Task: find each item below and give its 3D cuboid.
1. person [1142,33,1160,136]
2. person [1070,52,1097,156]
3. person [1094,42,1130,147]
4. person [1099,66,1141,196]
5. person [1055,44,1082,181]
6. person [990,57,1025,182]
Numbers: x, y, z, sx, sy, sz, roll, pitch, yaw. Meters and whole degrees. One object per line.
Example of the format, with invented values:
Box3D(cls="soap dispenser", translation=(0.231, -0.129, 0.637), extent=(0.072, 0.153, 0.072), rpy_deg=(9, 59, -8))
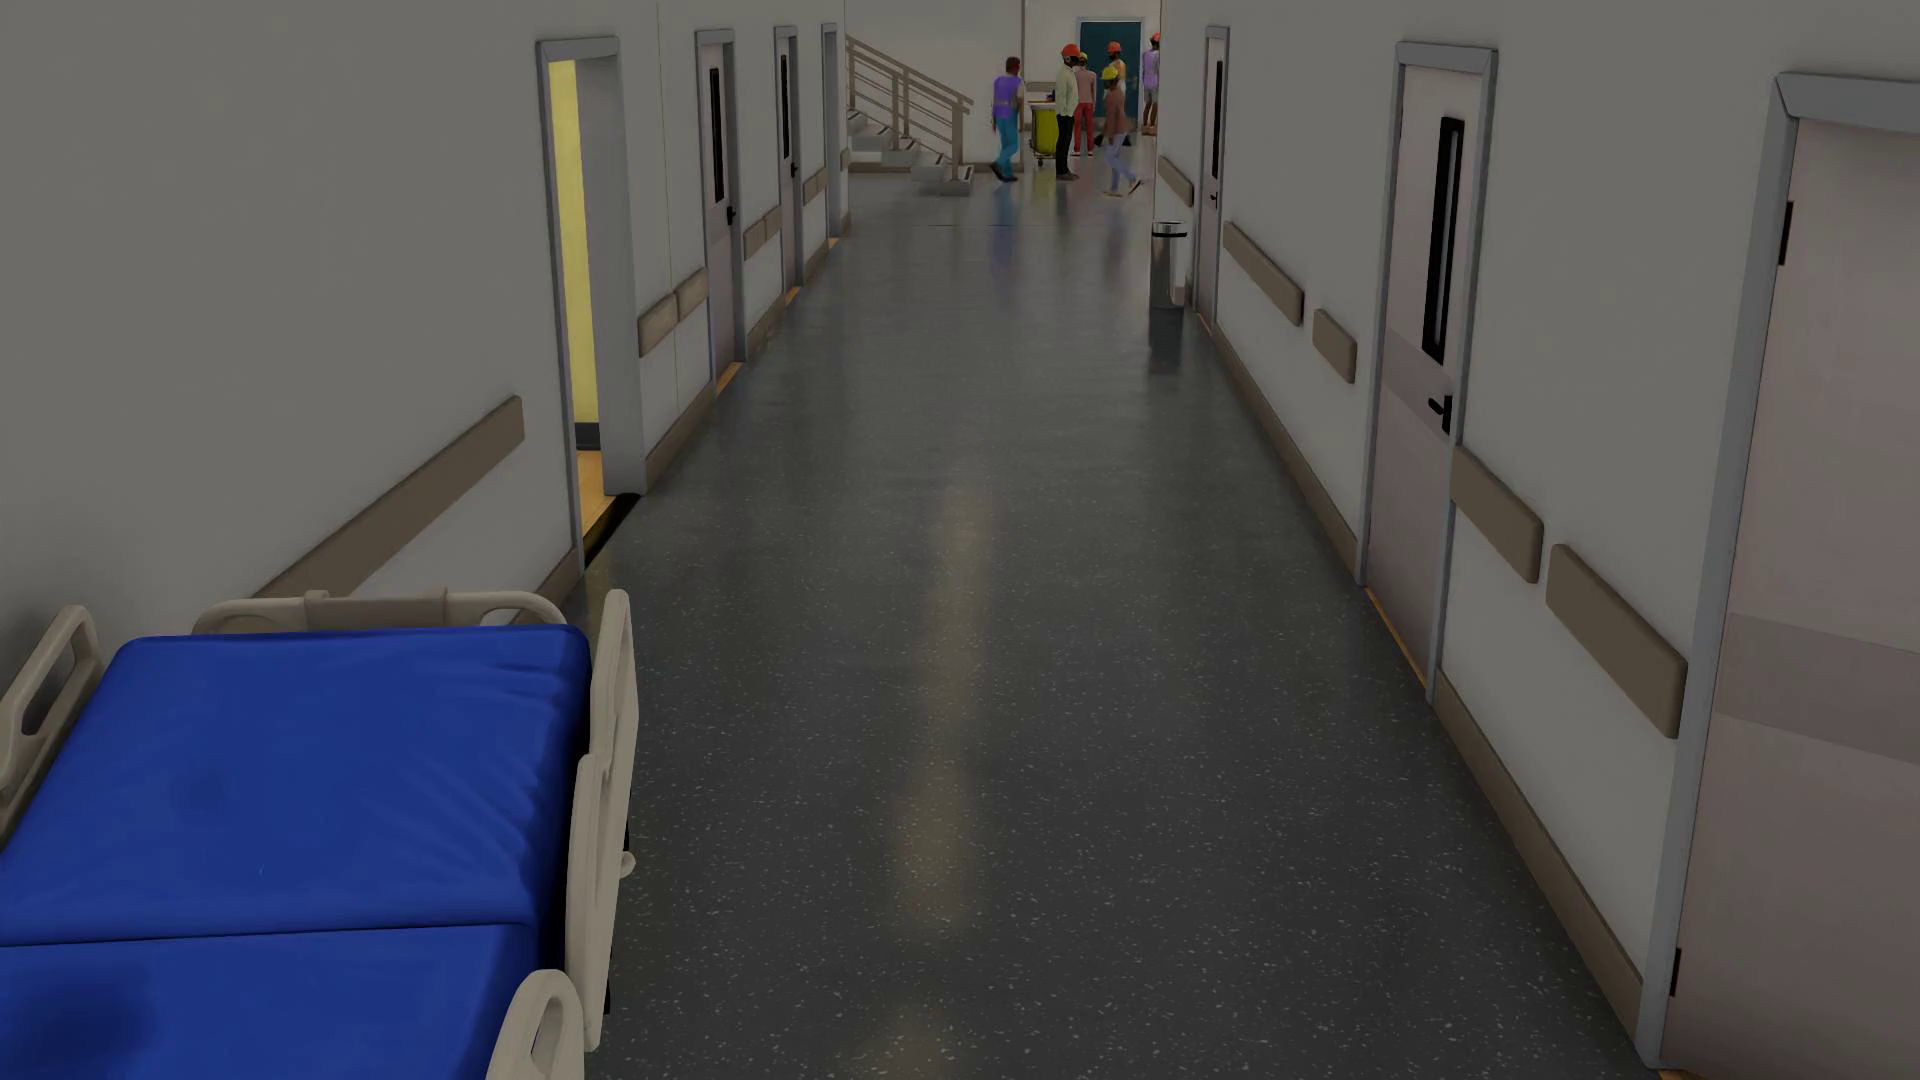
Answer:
Box3D(cls="person", translation=(3.943, -9.239, 33.750), extent=(0.405, 2.030, 0.620), rpy_deg=(-12, 21, -32))
Box3D(cls="person", translation=(2.124, -7.590, 29.009), extent=(0.525, 1.759, 0.337), rpy_deg=(-5, 18, -15))
Box3D(cls="person", translation=(2.795, -8.280, 30.953), extent=(0.932, 1.890, 0.555), rpy_deg=(-3, 18, -10))
Box3D(cls="person", translation=(2.163, -5.513, 22.508), extent=(0.576, 1.742, 0.558), rpy_deg=(7, 19, 21))
Box3D(cls="person", translation=(1.608, -6.365, 24.793), extent=(0.404, 1.985, 0.602), rpy_deg=(5, 18, 15))
Box3D(cls="person", translation=(0.663, -6.167, 24.446), extent=(0.597, 1.815, 0.628), rpy_deg=(16, 24, 41))
